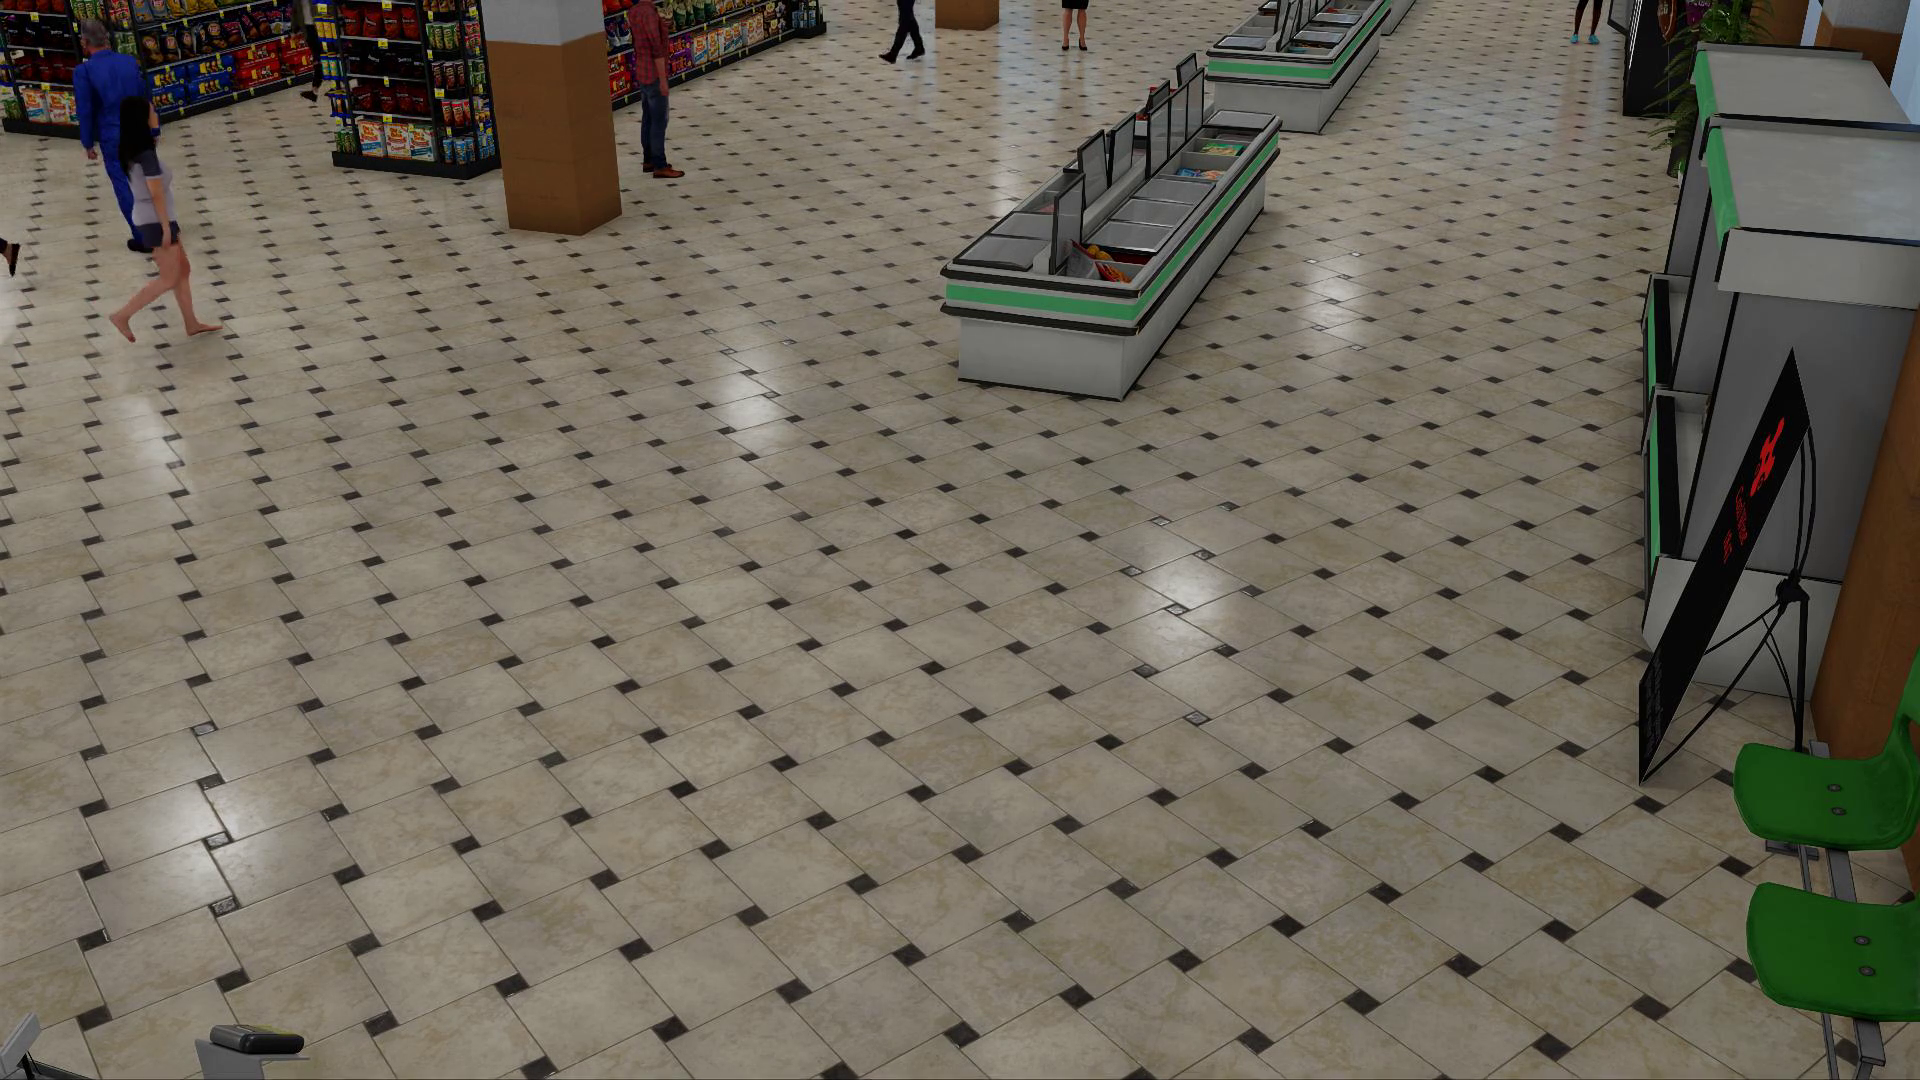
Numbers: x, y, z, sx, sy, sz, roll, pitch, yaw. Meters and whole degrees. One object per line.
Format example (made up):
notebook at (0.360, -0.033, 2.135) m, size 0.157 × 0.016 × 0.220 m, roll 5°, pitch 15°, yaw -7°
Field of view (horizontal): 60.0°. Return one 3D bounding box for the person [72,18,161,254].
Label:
person at (-6.565, -3.163, 13.138) m, size 0.912 × 1.813 × 0.739 m, roll 19°, pitch 33°, yaw 33°

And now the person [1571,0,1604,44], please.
person at (8.170, -7.270, 21.337) m, size 0.601 × 1.722 × 0.604 m, roll 4°, pitch 27°, yaw 8°

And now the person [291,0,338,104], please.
person at (-7.043, -5.573, 18.305) m, size 0.612 × 1.439 × 0.948 m, roll 11°, pitch 29°, yaw 20°

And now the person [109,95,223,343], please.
person at (-5.509, -2.125, 11.231) m, size 1.046 × 1.687 × 0.894 m, roll -20°, pitch 33°, yaw -34°

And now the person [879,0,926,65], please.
person at (-0.599, -6.694, 20.094) m, size 0.893 × 1.819 × 1.294 m, roll 19°, pitch 32°, yaw 33°

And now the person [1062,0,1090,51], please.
person at (1.468, -7.039, 20.939) m, size 0.779 × 1.671 × 0.753 m, roll 0°, pitch 27°, yaw 0°

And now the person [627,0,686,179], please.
person at (-2.844, -4.292, 15.345) m, size 0.790 × 1.831 × 0.750 m, roll -14°, pitch 30°, yaw -25°
